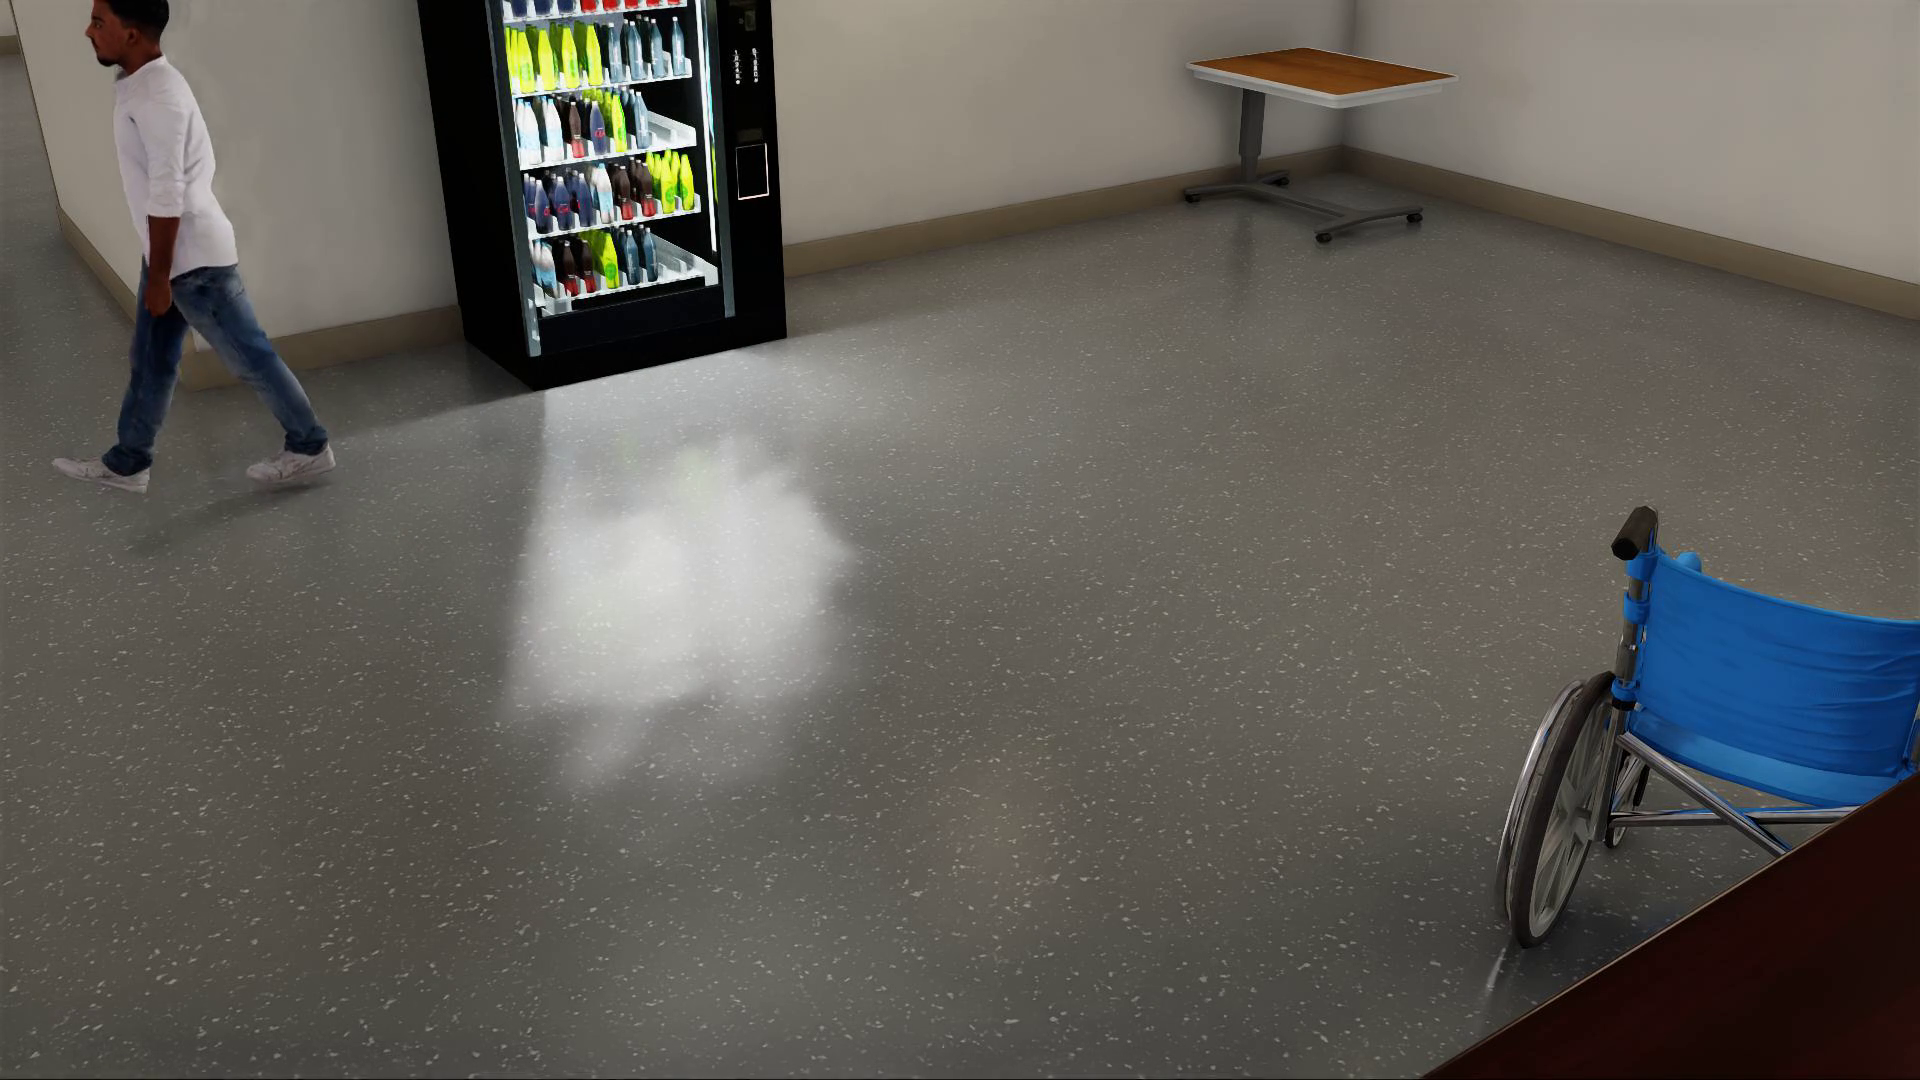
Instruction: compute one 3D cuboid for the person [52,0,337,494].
[{"bbox_3d":[-2.549,-0.984,5.684,1.160,1.770,0.748,-13,29,-26],"label":"person"}]
